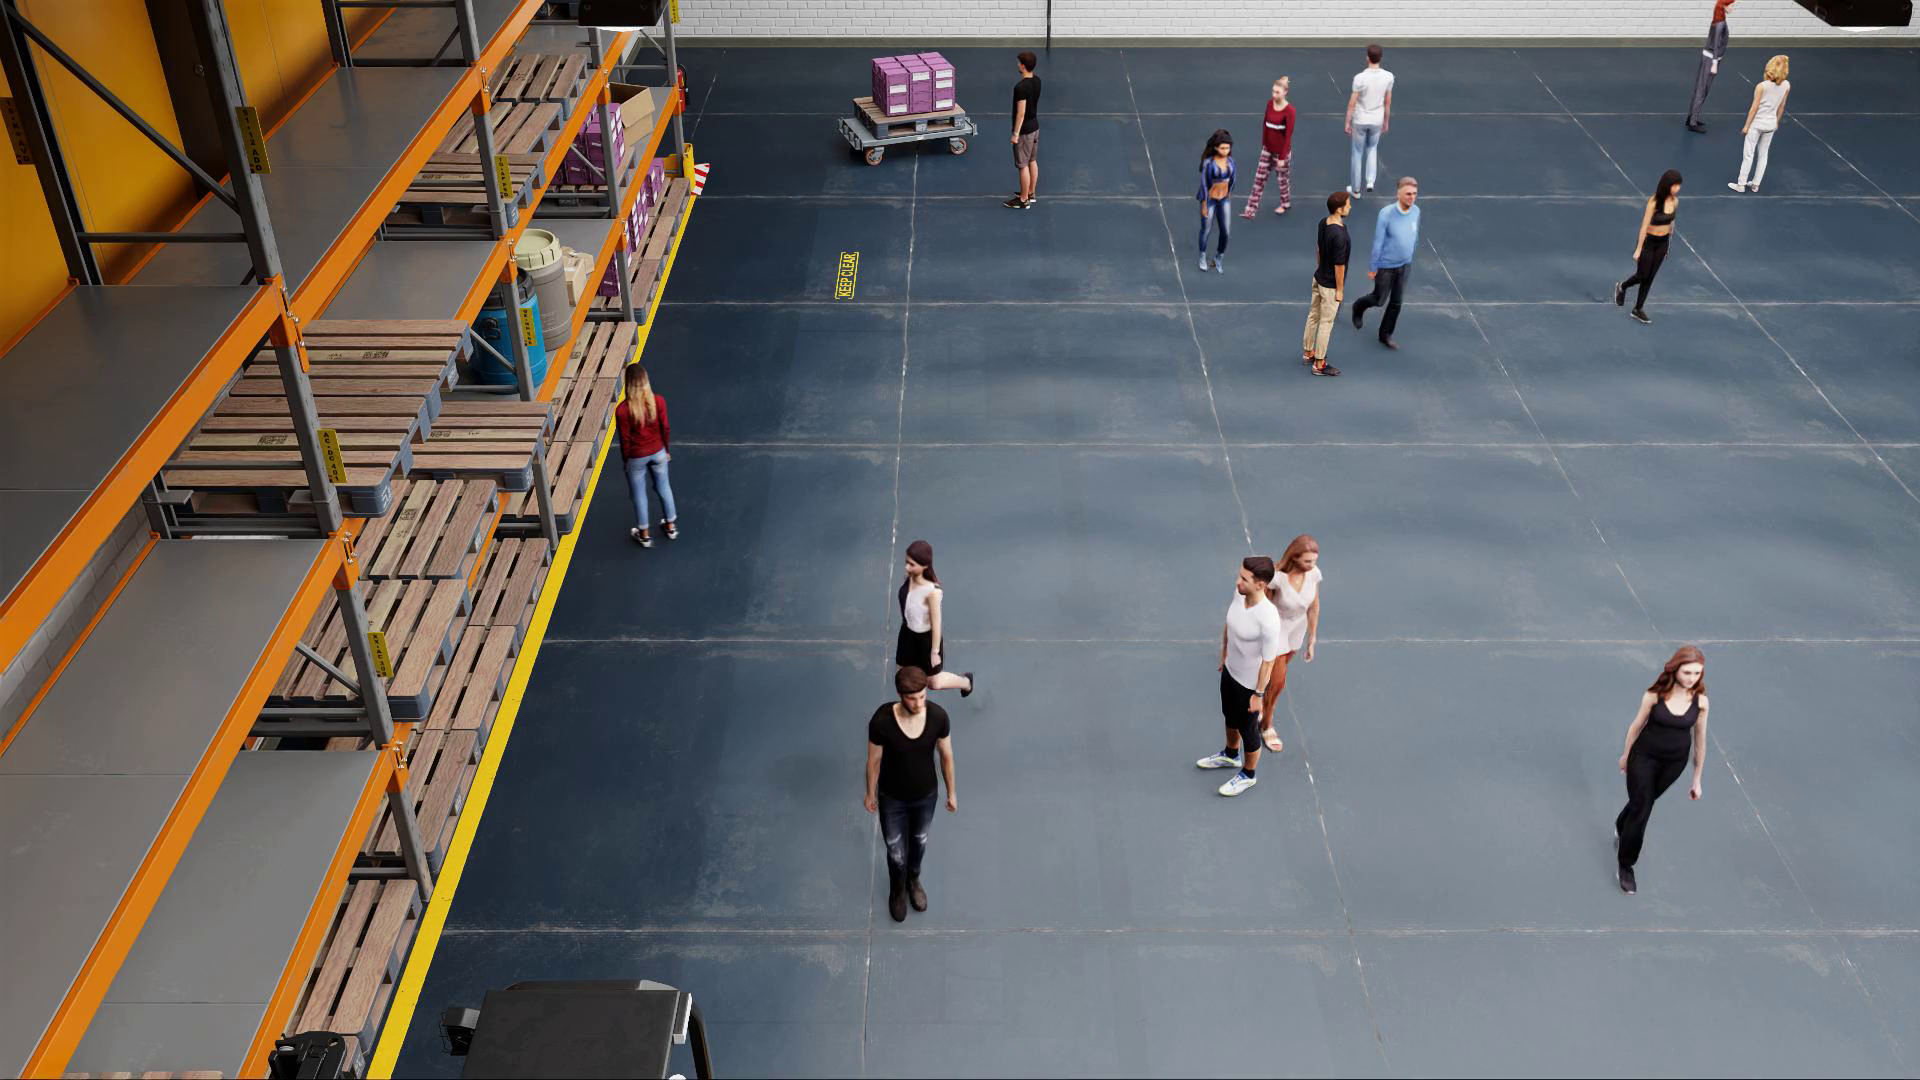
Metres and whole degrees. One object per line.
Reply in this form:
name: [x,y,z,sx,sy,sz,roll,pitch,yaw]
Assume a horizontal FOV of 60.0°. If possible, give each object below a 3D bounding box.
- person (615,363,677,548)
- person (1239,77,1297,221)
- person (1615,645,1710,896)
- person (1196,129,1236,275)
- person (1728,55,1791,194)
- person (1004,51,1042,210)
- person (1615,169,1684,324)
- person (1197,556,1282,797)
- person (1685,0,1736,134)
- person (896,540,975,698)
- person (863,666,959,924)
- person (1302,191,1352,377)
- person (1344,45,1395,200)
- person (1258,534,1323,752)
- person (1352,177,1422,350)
person: [-2.581,-0.699,13.620,0.668,1.632,0.699,-22,40,-30]
person: [3.743,-4.546,19.386,1.110,1.657,1.059,-28,43,-35]
person: [4.381,1.325,10.494,0.600,1.722,0.879,1,34,2]
person: [2.747,-3.705,18.167,0.703,1.606,0.712,-8,34,-12]
person: [9.703,-5.028,20.099,0.621,1.671,0.583,-5,34,-8]
person: [0.778,-4.859,19.672,0.831,1.862,0.690,16,37,22]
person: [7.102,-3.070,17.183,0.712,1.638,0.831,-11,35,-17]
person: [1.901,0.879,11.049,0.792,1.851,0.621,-11,35,-17]
person: [9.882,-6.295,21.904,0.691,1.782,0.524,9,35,13]
person: [-0.203,0.691,11.531,0.960,1.630,0.942,-24,40,-31]
person: [-0.340,1.467,10.136,0.789,1.881,0.748,-9,35,-13]
person: [3.567,-2.504,16.131,0.740,1.859,0.541,-8,34,-11]
person: [4.890,-4.937,19.809,0.715,1.838,0.717,-4,34,-6]
person: [2.227,0.595,11.644,0.718,1.665,0.867,-10,35,-15]
person: [4.288,-2.815,16.653,0.848,1.799,0.983,-13,36,-19]
